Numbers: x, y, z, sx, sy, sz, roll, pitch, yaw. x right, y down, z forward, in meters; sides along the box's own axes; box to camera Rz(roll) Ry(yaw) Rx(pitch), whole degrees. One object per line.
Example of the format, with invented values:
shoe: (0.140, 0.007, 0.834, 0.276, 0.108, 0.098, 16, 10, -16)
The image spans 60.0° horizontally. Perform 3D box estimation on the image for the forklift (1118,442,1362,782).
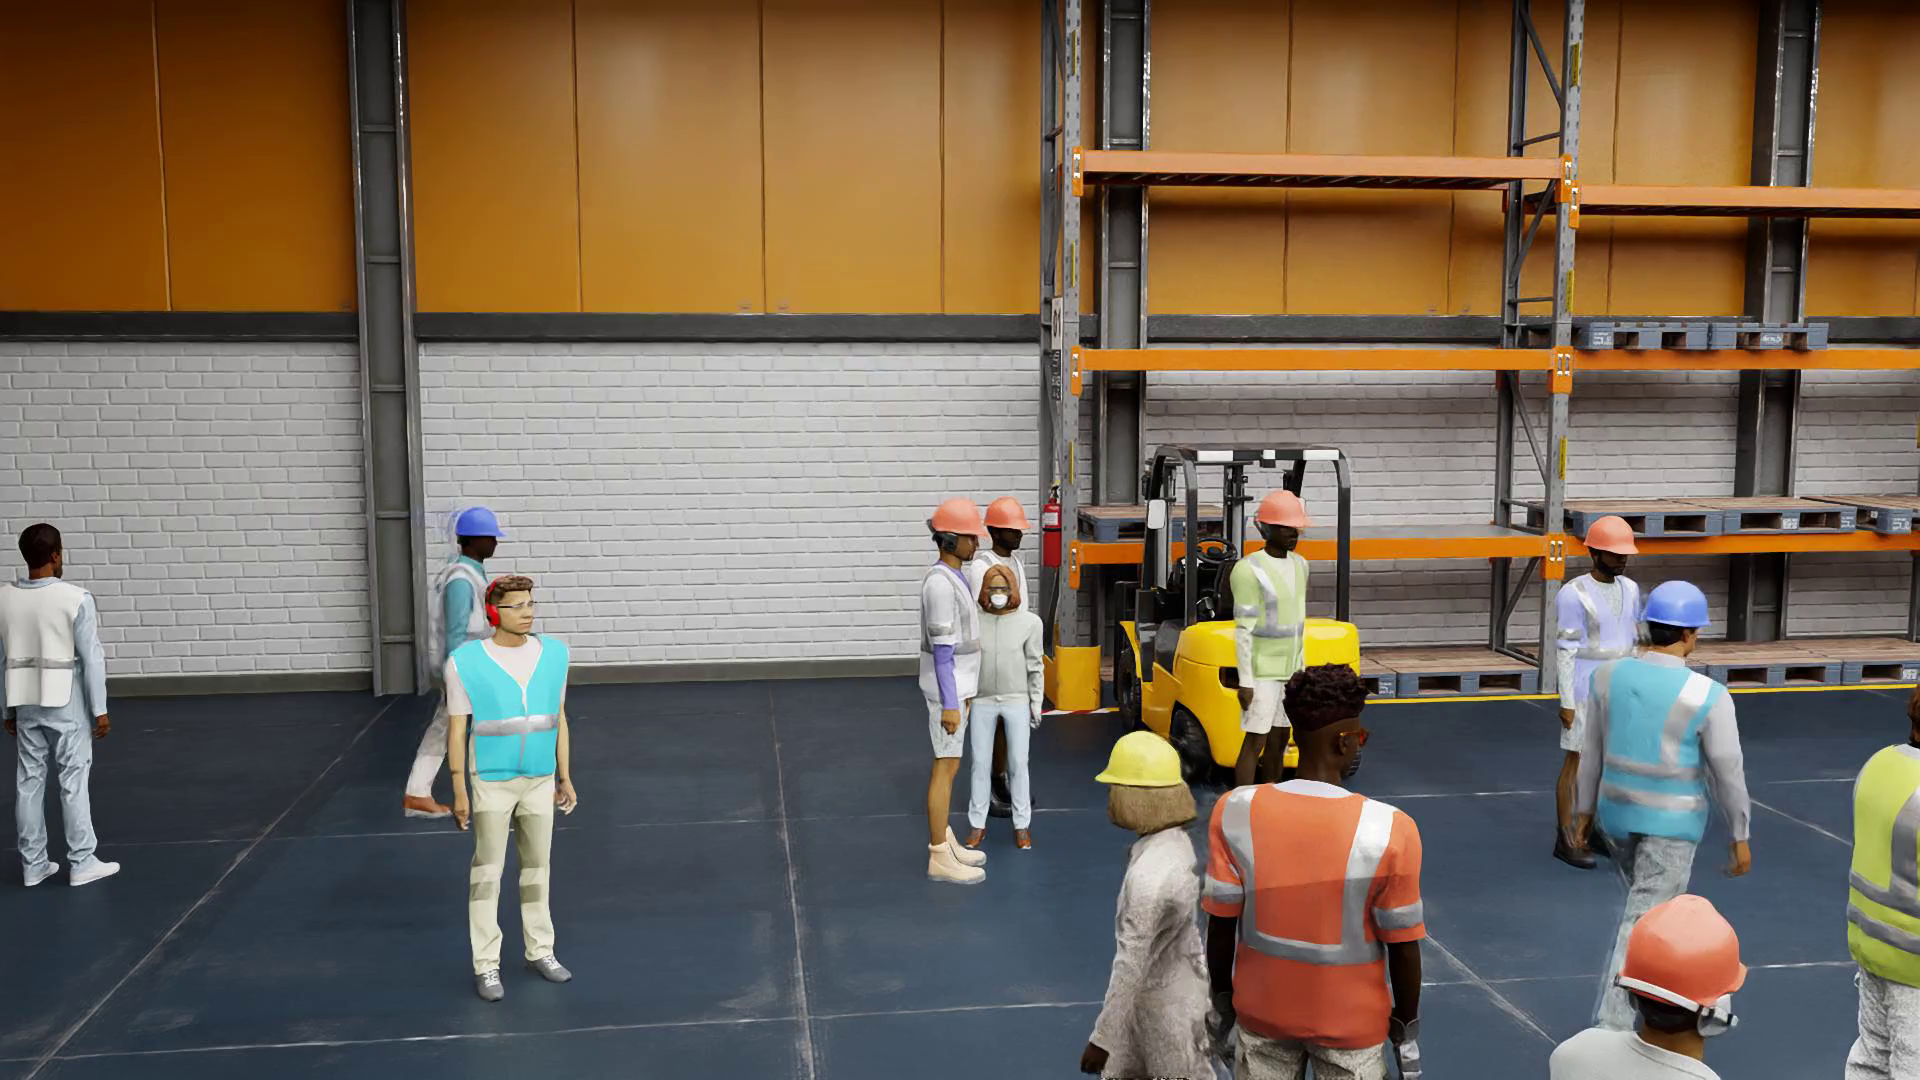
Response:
forklift: (1.912, 0.418, 11.496, 1.214, 2.155, 2.313, -1, 7, -8)

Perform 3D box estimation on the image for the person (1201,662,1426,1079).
person: (0.985, 1.314, 4.643, 0.614, 1.962, 0.362, 3, 7, 27)

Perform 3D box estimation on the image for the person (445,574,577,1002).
person: (-1.977, 1.064, 7.332, 0.569, 1.849, 0.384, -6, 9, -40)

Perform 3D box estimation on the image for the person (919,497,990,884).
person: (-0.029, 0.791, 8.889, 0.372, 2.044, 0.608, 0, 7, 3)

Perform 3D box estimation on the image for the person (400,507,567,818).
person: (-2.907, 0.746, 9.986, 1.018, 1.895, 0.603, -2, 7, -14)

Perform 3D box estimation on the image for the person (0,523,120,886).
person: (-4.782, 0.868, 8.742, 0.593, 1.922, 0.392, 0, 7, 3)

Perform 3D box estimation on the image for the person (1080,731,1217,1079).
person: (0.646, 1.412, 4.947, 0.900, 1.700, 0.489, 1, 7, 9)

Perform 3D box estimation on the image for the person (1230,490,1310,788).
person: (1.786, 0.733, 9.390, 0.614, 2.041, 0.390, -6, 9, -43)

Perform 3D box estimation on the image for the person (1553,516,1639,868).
person: (3.501, 0.827, 9.081, 0.545, 1.931, 0.387, -3, 7, -26)

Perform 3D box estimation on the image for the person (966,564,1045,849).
person: (0.225, 0.940, 9.408, 0.504, 1.628, 0.280, 1, 7, 5)

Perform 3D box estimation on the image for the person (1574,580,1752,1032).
person: (2.883, 1.109, 6.693, 0.969, 1.897, 0.652, -4, 8, -31)

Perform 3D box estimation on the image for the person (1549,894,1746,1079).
person: (1.409, 1.567, 3.318, 0.319, 1.755, 0.572, -2, 7, -19)

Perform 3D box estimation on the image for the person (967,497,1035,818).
person: (0.272, 0.701, 10.127, 0.358, 1.936, 0.552, 3, 7, 28)

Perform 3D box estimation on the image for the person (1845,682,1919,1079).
person: (3.002, 1.322, 5.174, 0.431, 1.835, 0.623, 1, 7, 6)
